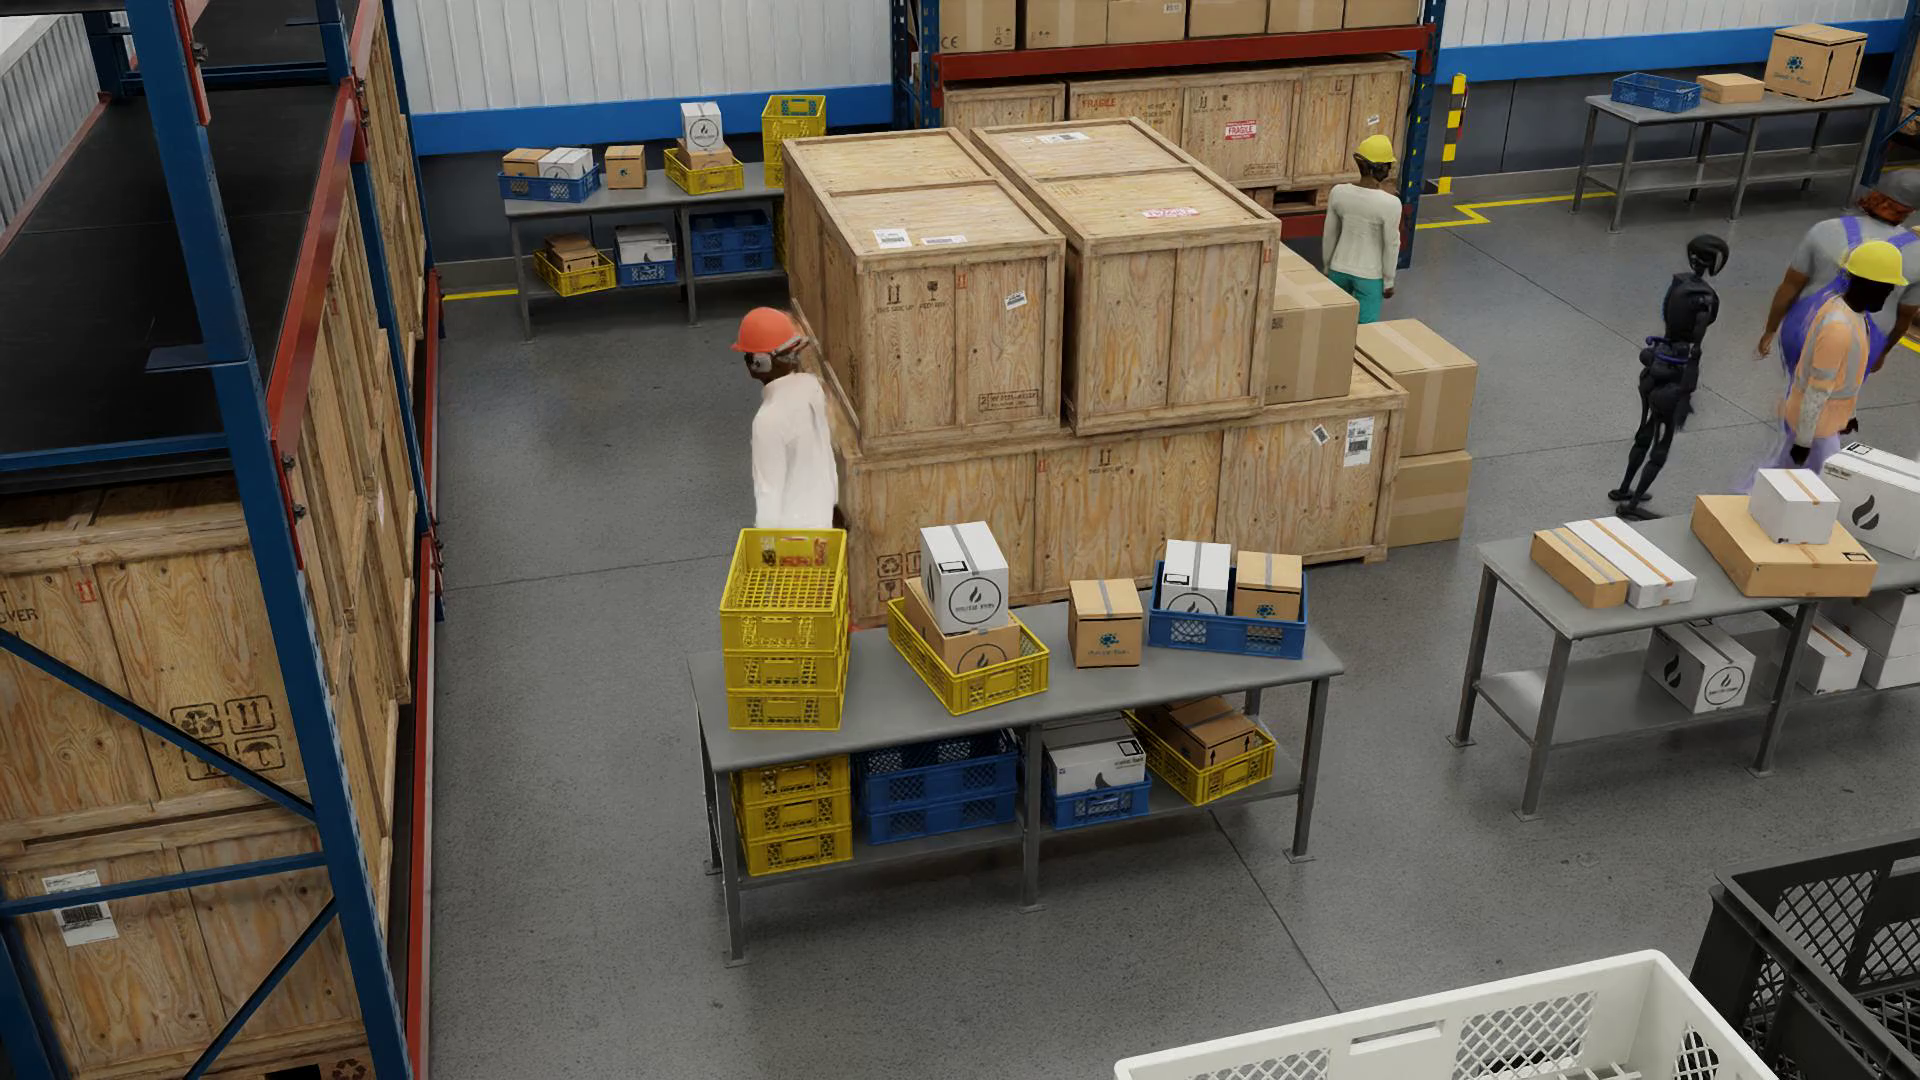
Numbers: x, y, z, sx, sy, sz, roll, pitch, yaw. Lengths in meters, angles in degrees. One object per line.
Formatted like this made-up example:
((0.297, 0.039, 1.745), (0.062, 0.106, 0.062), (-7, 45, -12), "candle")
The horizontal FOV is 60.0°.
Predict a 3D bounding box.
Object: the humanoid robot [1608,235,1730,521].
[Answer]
((3.986, -0.923, 9.330), (0.368, 1.648, 0.666), (3, 29, 5), "humanoid robot")

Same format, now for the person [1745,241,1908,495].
((4.532, -0.640, 8.609), (0.890, 1.875, 0.598), (15, 32, 25), "person")

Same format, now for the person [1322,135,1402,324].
((2.561, -1.716, 10.680), (0.524, 1.765, 0.326), (24, 37, 36), "person")

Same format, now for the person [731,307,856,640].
((-0.661, -0.097, 7.554), (0.828, 1.955, 0.625), (7, 30, 12), "person")

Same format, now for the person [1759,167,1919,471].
((4.991, -1.175, 9.414), (0.712, 2.000, 0.857), (26, 38, 38), "person")
